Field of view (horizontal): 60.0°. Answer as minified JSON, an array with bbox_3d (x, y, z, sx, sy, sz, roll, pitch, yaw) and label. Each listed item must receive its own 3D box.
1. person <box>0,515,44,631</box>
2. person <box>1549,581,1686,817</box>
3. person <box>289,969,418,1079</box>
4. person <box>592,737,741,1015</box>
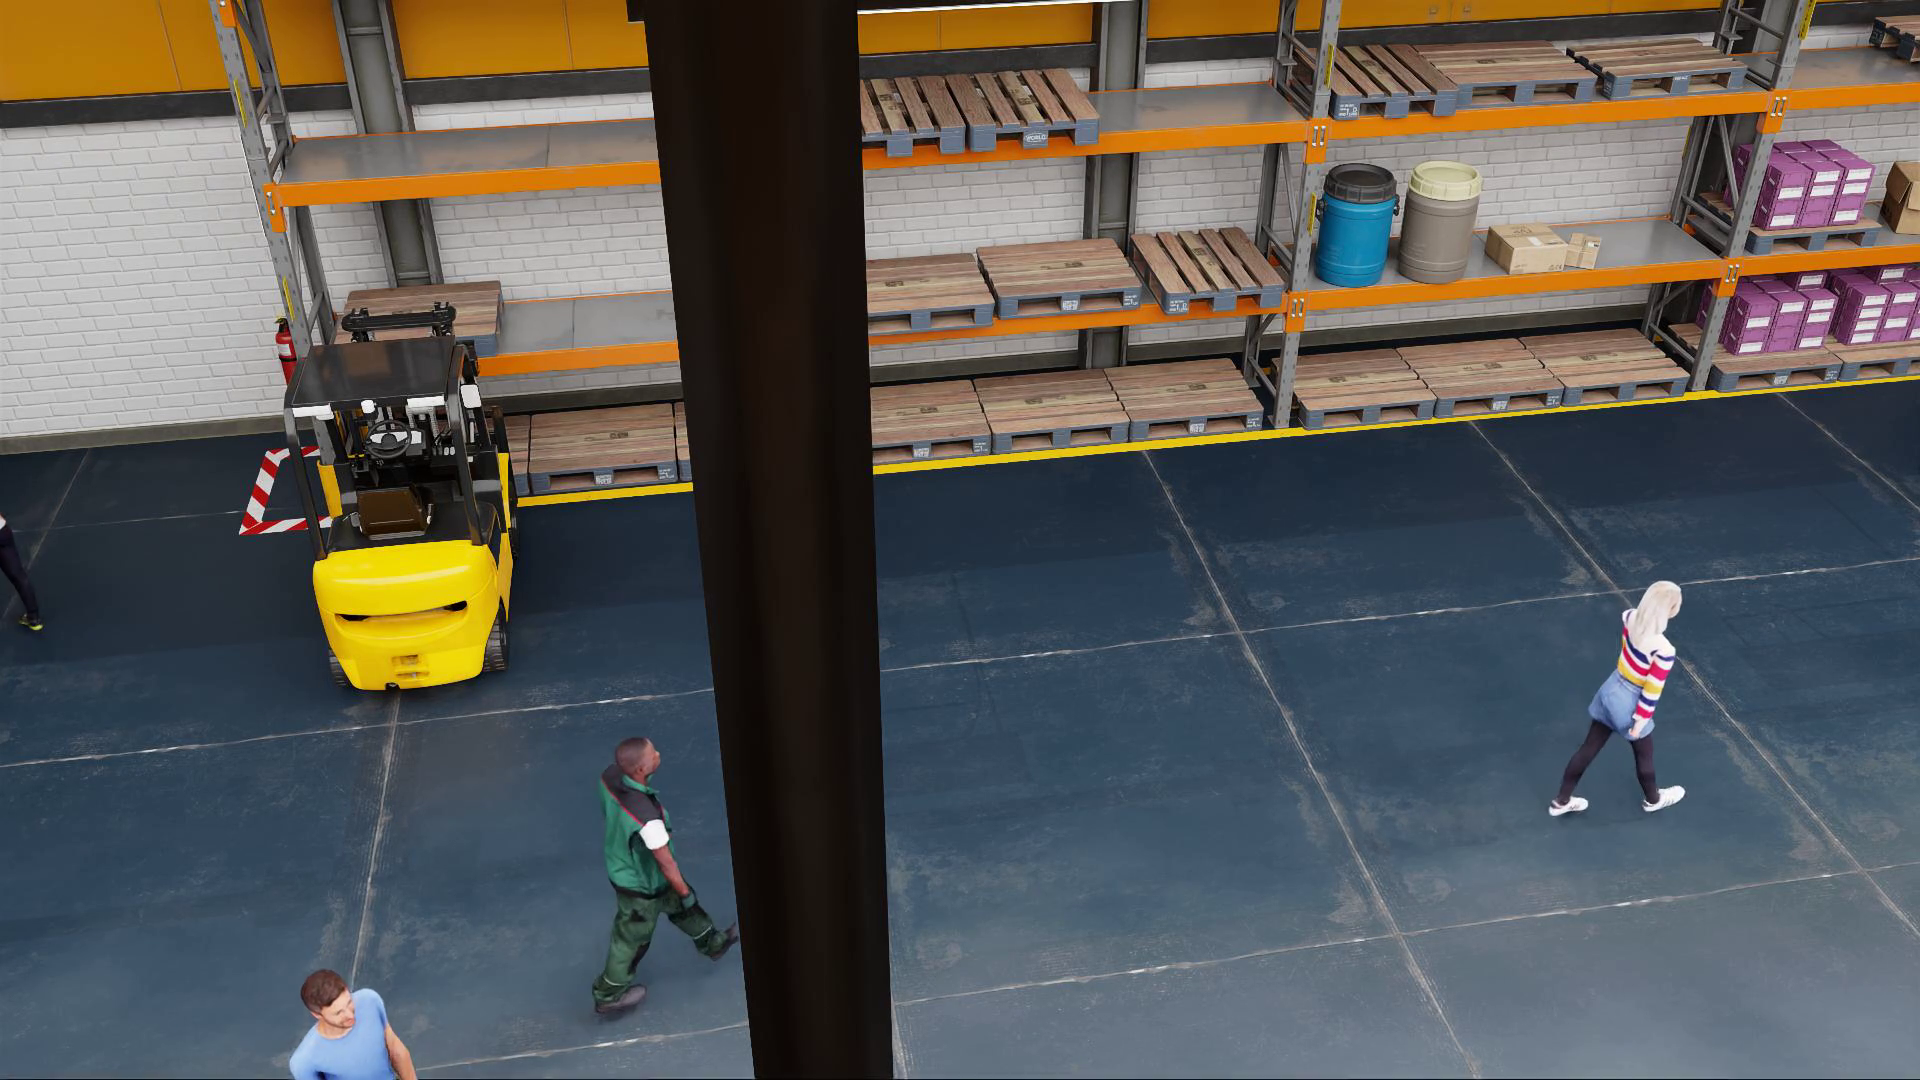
[{"bbox_3d":[-6.881,0.007,11.829,1.010,1.527,0.906,17,37,23],"label":"person"},{"bbox_3d":[3.958,1.008,10.108,1.071,1.766,0.699,-8,34,-12],"label":"person"},{"bbox_3d":[-2.827,2.587,7.690,1.332,1.812,1.097,13,36,19],"label":"person"},{"bbox_3d":[-1.755,1.834,8.854,1.297,1.779,1.008,-19,38,-26],"label":"person"}]
